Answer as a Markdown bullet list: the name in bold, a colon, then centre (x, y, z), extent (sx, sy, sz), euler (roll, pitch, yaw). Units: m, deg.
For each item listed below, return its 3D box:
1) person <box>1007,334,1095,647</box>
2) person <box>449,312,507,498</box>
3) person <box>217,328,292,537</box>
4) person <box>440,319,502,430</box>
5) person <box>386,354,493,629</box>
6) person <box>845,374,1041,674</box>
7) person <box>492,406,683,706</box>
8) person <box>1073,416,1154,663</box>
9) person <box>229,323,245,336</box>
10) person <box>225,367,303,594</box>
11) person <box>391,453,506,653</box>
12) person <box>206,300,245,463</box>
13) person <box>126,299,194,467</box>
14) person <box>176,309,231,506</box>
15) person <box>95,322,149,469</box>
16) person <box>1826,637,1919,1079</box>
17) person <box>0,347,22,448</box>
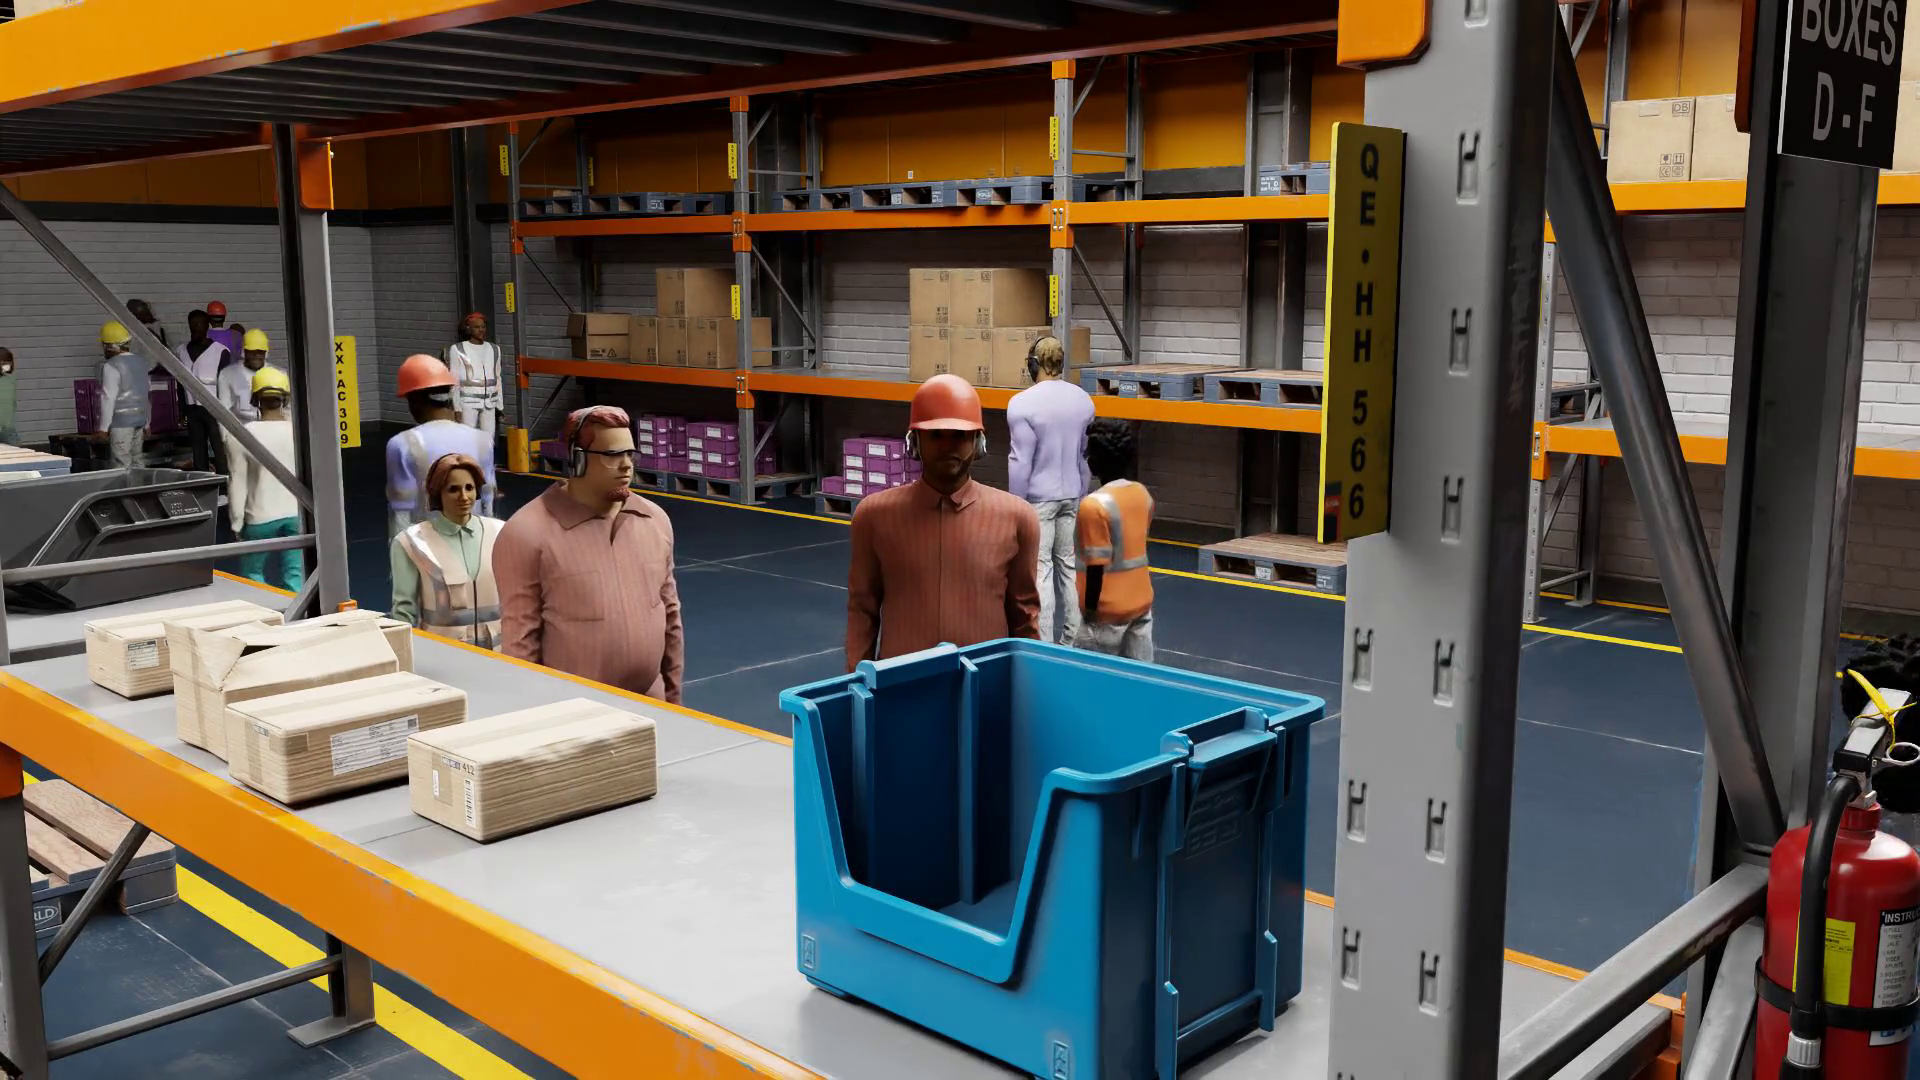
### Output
- **person**: centre (0.512, -0.218, 9.658), extent (0.635, 1.937, 0.354), euler (-8, 12, -40)
- **person**: centre (-4.841, -1.344, 16.735), extent (0.355, 1.883, 0.574), euler (9, 13, 42)
- **person**: centre (-6.008, -0.899, 14.220), extent (0.611, 1.811, 0.462), euler (-5, 10, -27)
- **person**: centre (-5.045, -1.384, 17.187), extent (0.633, 1.819, 0.797), euler (0, 9, -1)
- **person**: centre (-2.426, 0.091, 7.826), extent (0.518, 1.919, 0.562), euler (8, 12, 41)
- **person**: centre (-0.051, 0.484, 5.175), extent (0.612, 1.997, 0.375), euler (0, 9, -3)
- **person**: centre (-1.120, 0.528, 5.232), extent (0.642, 1.901, 0.402), euler (-9, 13, -44)
- **person**: centre (0.655, 0.296, 7.294), extent (0.342, 1.694, 0.547), euler (6, 11, 34)
- **person**: centre (-9.049, -1.903, 20.923), extent (0.509, 1.632, 0.266), euler (-8, 12, -39)
- **person**: centre (-3.988, -0.131, 9.696), extent (0.542, 1.750, 0.390), euler (-7, 12, -37)
- **person**: centre (-1.878, 0.485, 6.267), extent (0.521, 1.638, 0.311), euler (-9, 13, -43)
- **person**: centre (-8.795, -1.875, 19.817), extent (0.542, 1.939, 0.366), euler (-7, 11, -36)
- **person**: centre (-9.408, -1.857, 19.399), extent (1.038, 2.000, 0.694), euler (1, 9, 4)
- **person**: centre (-7.385, -1.288, 16.279), extent (0.591, 1.922, 0.392), euler (2, 10, 13)
- **person**: centre (-7.719, -1.086, 15.369), extent (0.403, 1.820, 0.640), euler (1, 9, 5)
- **person**: centre (1.719, 0.987, 3.160), extent (0.539, 1.650, 0.849), euler (1, 9, 4)
- **person**: centre (-9.191, -1.047, 15.796), extent (0.808, 1.597, 0.525), euler (4, 10, 21)
